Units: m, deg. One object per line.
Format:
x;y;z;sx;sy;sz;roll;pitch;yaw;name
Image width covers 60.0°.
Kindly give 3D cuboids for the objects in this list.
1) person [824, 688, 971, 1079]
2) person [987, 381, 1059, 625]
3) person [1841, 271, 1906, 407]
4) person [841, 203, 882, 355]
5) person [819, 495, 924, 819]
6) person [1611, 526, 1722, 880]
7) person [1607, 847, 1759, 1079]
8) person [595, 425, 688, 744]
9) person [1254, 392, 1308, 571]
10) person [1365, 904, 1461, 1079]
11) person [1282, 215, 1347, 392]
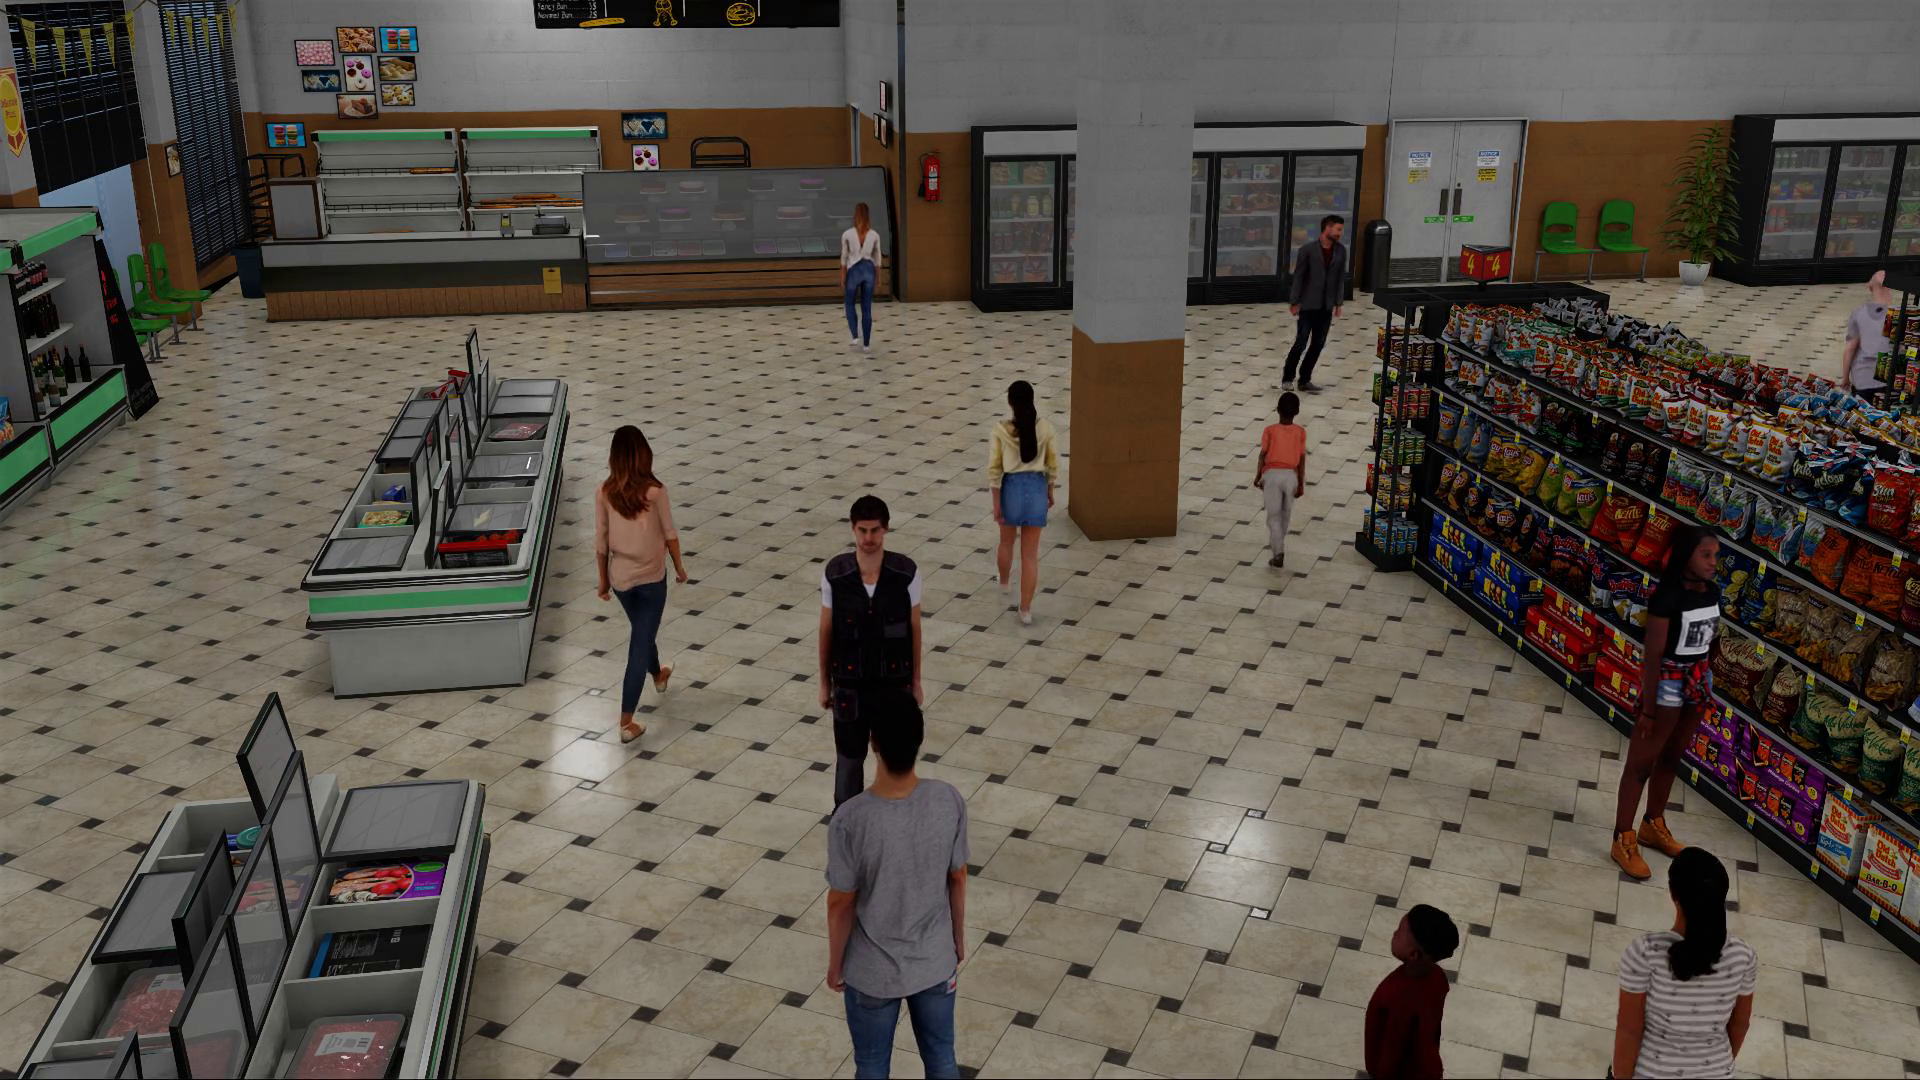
-0.200;1.411;5.752;0.717;1.885;0.638;-7;20;-19;person
0.429;-0.225;11.055;0.732;1.597;1.035;0;19;-1;person
7.667;-1.323;13.983;1.132;1.807;1.128;-15;24;-38;person
-1.125;-2.979;19.046;0.631;1.709;0.611;-3;19;-10;person
-0.422;0.665;8.023;0.681;1.848;0.602;-1;19;-3;person
3.400;0.751;7.959;0.699;1.727;0.716;-11;22;-30;person
2.239;1.764;5.153;0.845;1.599;1.193;3;19;9;person
-1.826;0.286;9.329;0.925;1.731;1.235;4;19;13;person
2.336;-0.407;12.091;0.545;1.281;0.914;-1;19;-3;person
1.552;1.813;5.572;0.901;1.239;0.845;12;22;32;person
3.632;-2.420;17.174;0.817;1.846;0.638;-2;19;-5;person
